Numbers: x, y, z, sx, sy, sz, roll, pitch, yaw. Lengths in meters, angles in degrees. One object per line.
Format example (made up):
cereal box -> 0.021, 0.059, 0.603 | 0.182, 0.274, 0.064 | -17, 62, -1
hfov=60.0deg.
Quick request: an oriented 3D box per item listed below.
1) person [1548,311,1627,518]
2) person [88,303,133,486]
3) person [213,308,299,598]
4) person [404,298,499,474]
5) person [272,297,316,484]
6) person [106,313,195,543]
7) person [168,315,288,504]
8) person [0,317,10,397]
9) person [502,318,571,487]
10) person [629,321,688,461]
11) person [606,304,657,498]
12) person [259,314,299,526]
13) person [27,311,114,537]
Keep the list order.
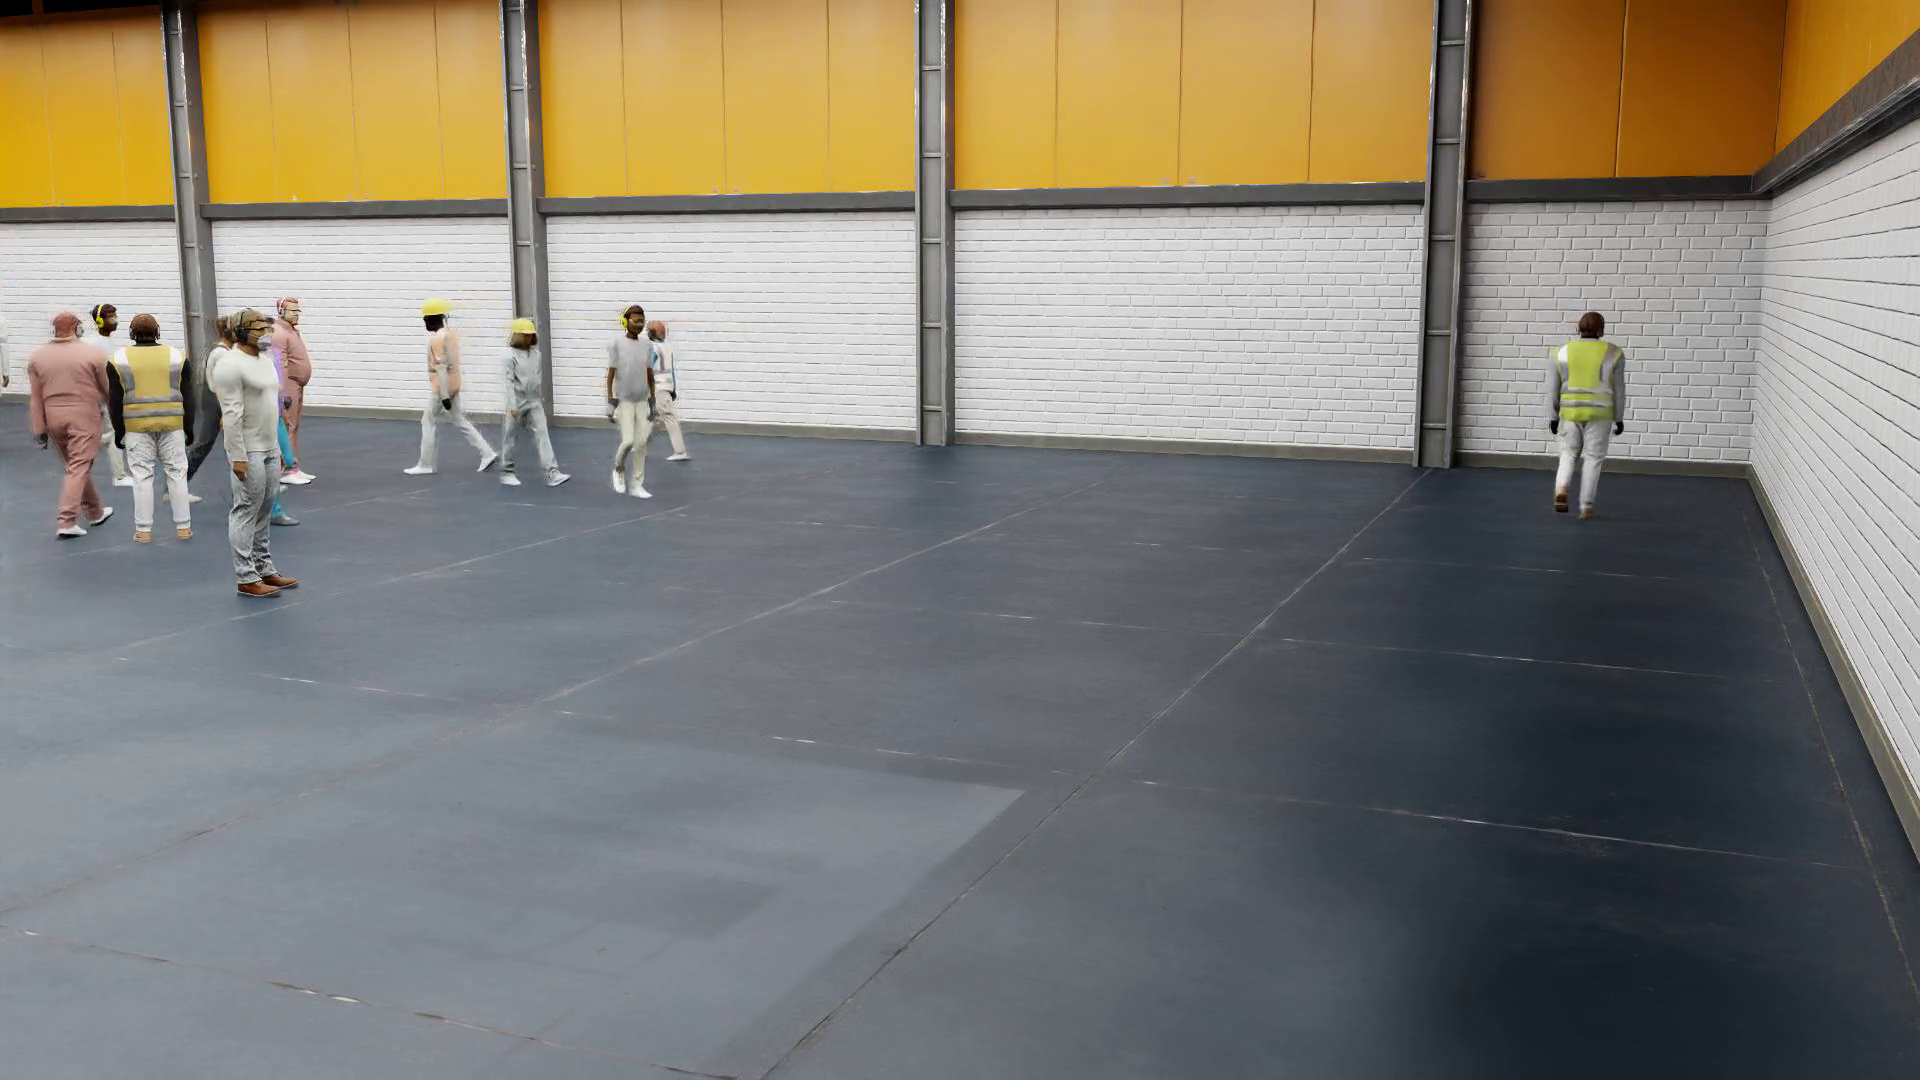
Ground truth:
person -> 5.489, -1.085, 14.565 | 0.632, 1.827, 0.476 | 6, 11, 33
person -> -8.602, -1.439, 16.664 | 0.658, 1.850, 0.552 | -1, 9, -7
person -> -4.749, -0.589, 11.217 | 0.372, 1.940, 0.627 | 0, 9, 2
person -> -5.444, -1.638, 17.745 | 0.939, 1.891, 0.596 | 0, 9, 0
person -> -6.834, -1.527, 17.016 | 0.400, 1.905, 0.643 | -2, 10, -11
person -> -6.496, -0.900, 13.394 | 0.626, 1.846, 0.429 | -6, 11, -31
person -> -6.960, -1.223, 15.618 | 1.047, 1.775, 0.522 | -4, 10, -20
person -> -11.725, -2.046, 19.895 | 0.615, 1.989, 1.021 | -7, 12, -37
person -> -4.325, -1.364, 16.644 | 0.918, 1.686, 0.501 | 7, 12, 35
person -> -3.481, -1.696, 18.943 | 0.848, 1.587, 0.540 | 2, 10, 13
person -> -3.135, -1.316, 15.878 | 0.546, 1.855, 0.427 | -8, 13, -42
person -> -5.938, -1.008, 14.106 | 0.489, 1.818, 0.612 | 2, 10, 9
person -> -7.337, -0.973, 13.846 | 0.632, 1.841, 1.032 | 0, 9, 3
